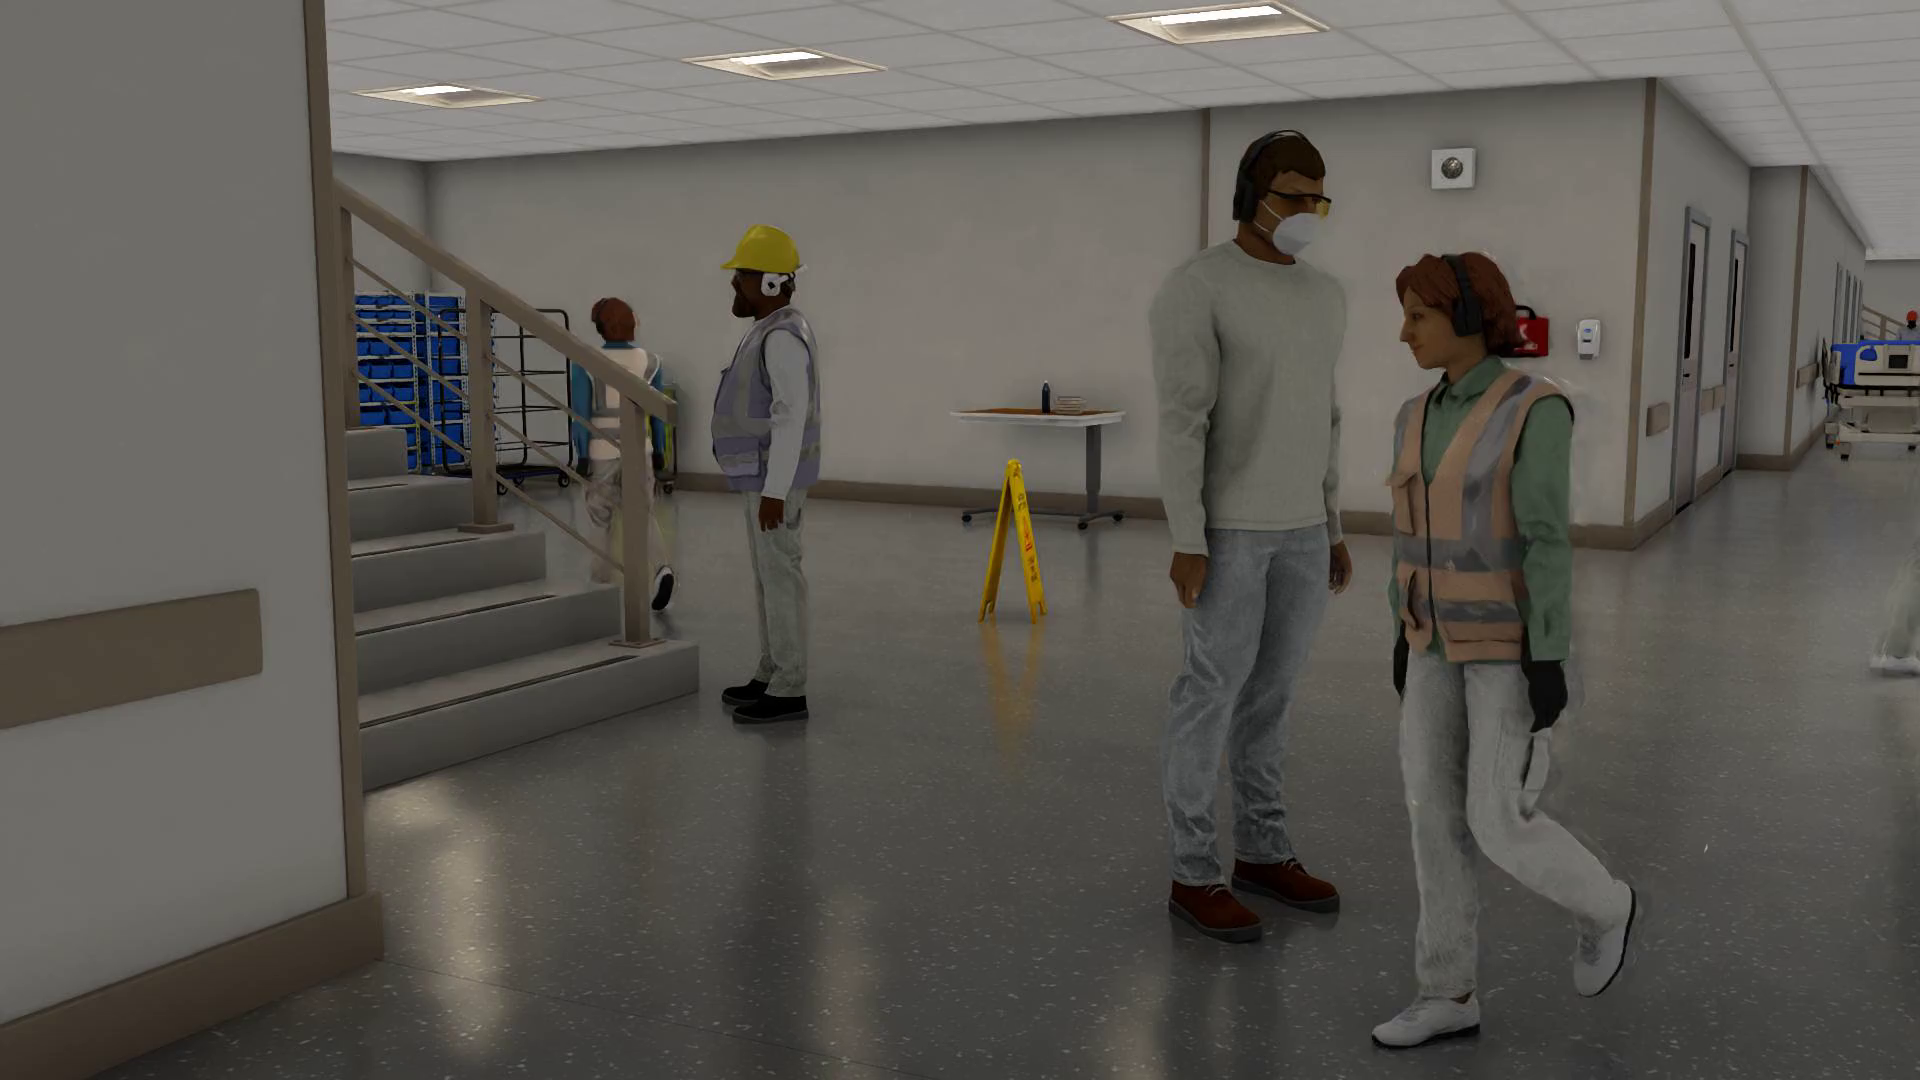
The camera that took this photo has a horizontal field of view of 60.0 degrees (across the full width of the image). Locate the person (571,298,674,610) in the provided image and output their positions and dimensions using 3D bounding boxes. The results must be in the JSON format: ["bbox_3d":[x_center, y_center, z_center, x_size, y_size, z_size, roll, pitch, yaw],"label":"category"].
[{"bbox_3d":[-1.731,-0.440,8.580,0.522,1.614,0.739,-5,9,-34],"label":"person"}]

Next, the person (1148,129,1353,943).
[{"bbox_3d":[0.733,-0.015,4.081,0.627,1.934,0.371,-6,10,-39],"label":"person"}]

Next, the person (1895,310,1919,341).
[{"bbox_3d":[19.157,-3.754,33.562,0.559,1.745,0.333,6,10,40],"label":"person"}]

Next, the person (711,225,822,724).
[{"bbox_3d":[-0.721,-0.242,6.198,0.404,1.836,0.590,-2,8,-14],"label":"person"}]

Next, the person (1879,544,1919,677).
[{"bbox_3d":[4.236,-0.206,6.837,0.835,1.584,0.511,0,7,1],"label":"person"}]

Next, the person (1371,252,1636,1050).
[{"bbox_3d":[1.111,0.225,3.408,0.532,1.618,0.536,-3,8,-23],"label":"person"}]
